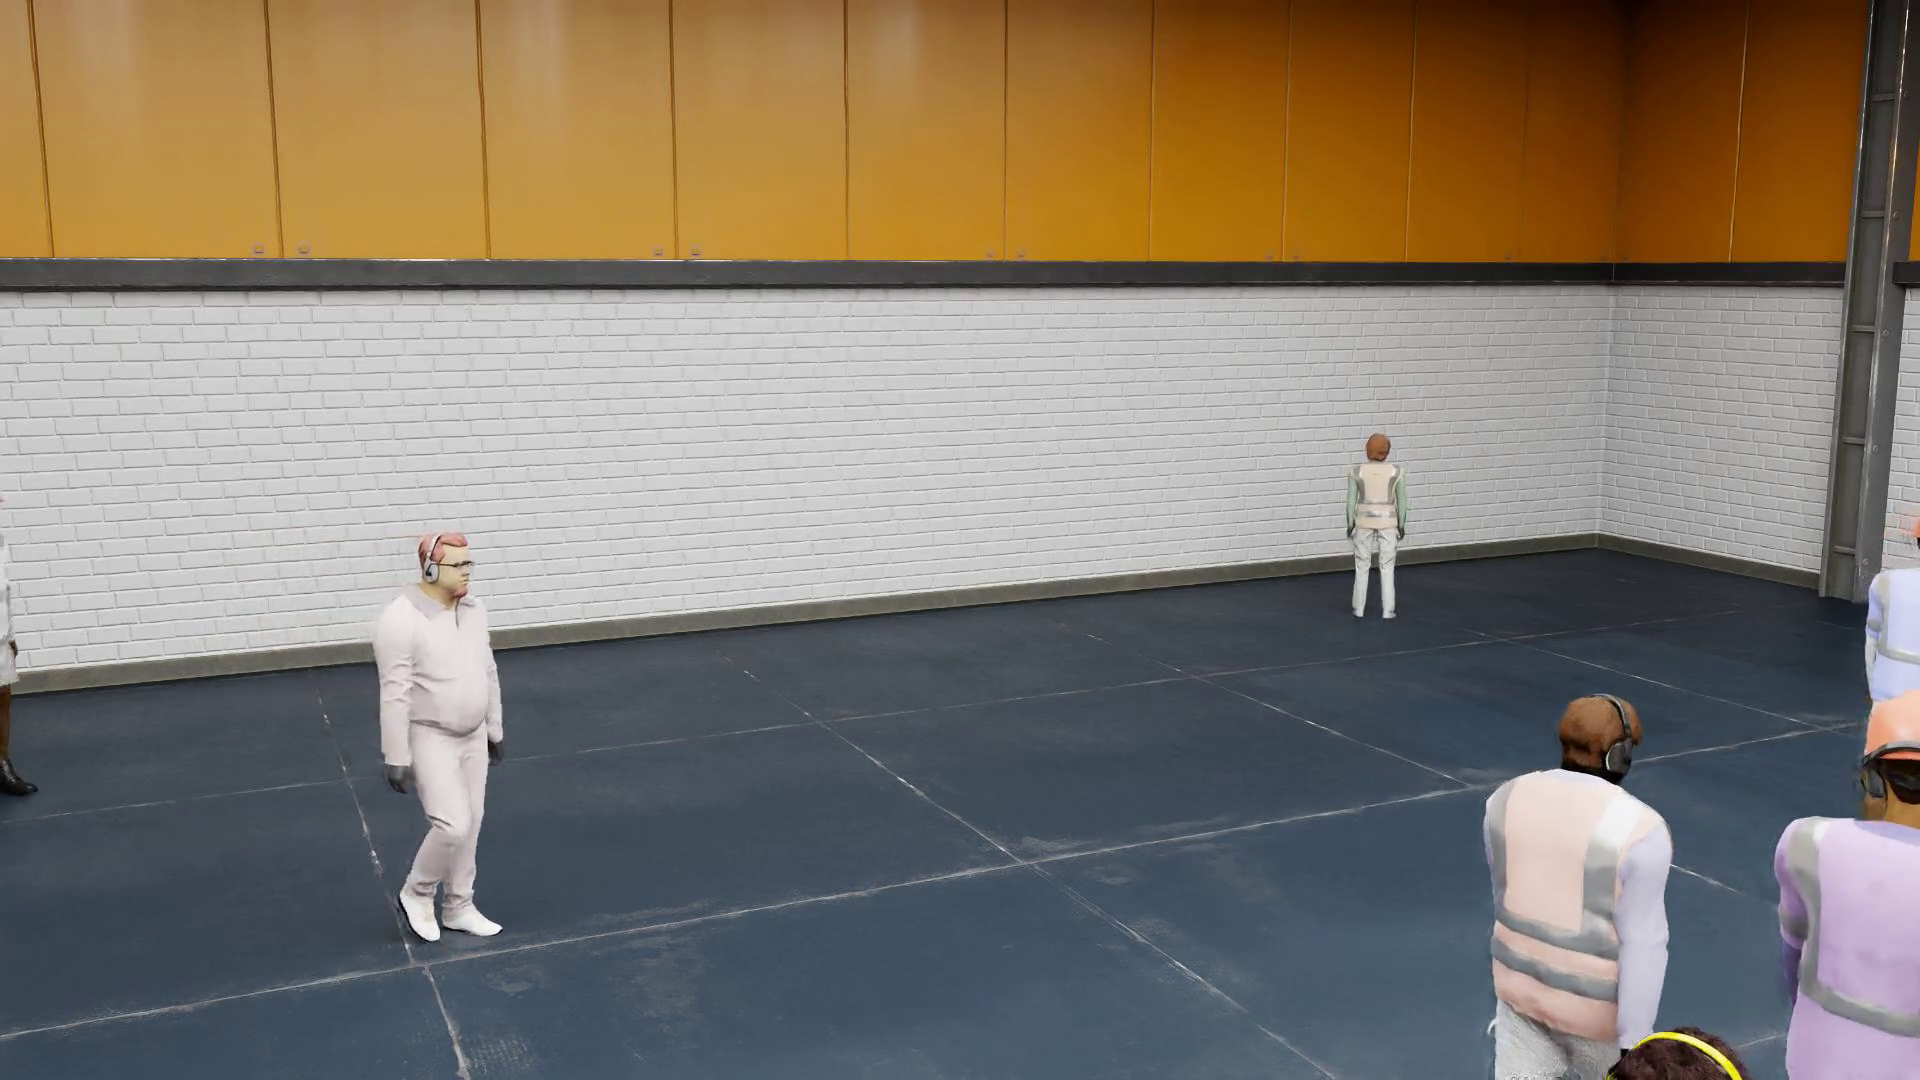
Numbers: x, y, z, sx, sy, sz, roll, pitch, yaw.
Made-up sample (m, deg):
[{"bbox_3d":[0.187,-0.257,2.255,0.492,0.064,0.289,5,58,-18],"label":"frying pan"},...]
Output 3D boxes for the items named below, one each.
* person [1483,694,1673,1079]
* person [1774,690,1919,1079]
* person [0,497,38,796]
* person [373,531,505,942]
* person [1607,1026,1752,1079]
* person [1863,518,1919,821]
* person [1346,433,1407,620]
[{"bbox_3d":[1.875,1.348,4.947,0.835,1.801,0.645,-6,11,-34],"label":"person"},{"bbox_3d":[2.421,1.361,4.280,0.936,1.996,0.604,-8,12,-41],"label":"person"},{"bbox_3d":[-5.726,0.542,9.571,0.631,1.924,0.549,2,9,10],"label":"person"},{"bbox_3d":[-2.284,0.896,7.472,0.434,1.887,0.667,4,10,23],"label":"person"},{"bbox_3d":[1.167,1.680,2.764,0.376,1.857,0.514,-7,12,-38],"label":"person"},{"bbox_3d":[4.812,0.759,8.318,0.966,1.885,0.571,-8,12,-40],"label":"person"},{"bbox_3d":[3.635,-0.115,14.527,0.519,1.640,0.309,3,10,16],"label":"person"}]
